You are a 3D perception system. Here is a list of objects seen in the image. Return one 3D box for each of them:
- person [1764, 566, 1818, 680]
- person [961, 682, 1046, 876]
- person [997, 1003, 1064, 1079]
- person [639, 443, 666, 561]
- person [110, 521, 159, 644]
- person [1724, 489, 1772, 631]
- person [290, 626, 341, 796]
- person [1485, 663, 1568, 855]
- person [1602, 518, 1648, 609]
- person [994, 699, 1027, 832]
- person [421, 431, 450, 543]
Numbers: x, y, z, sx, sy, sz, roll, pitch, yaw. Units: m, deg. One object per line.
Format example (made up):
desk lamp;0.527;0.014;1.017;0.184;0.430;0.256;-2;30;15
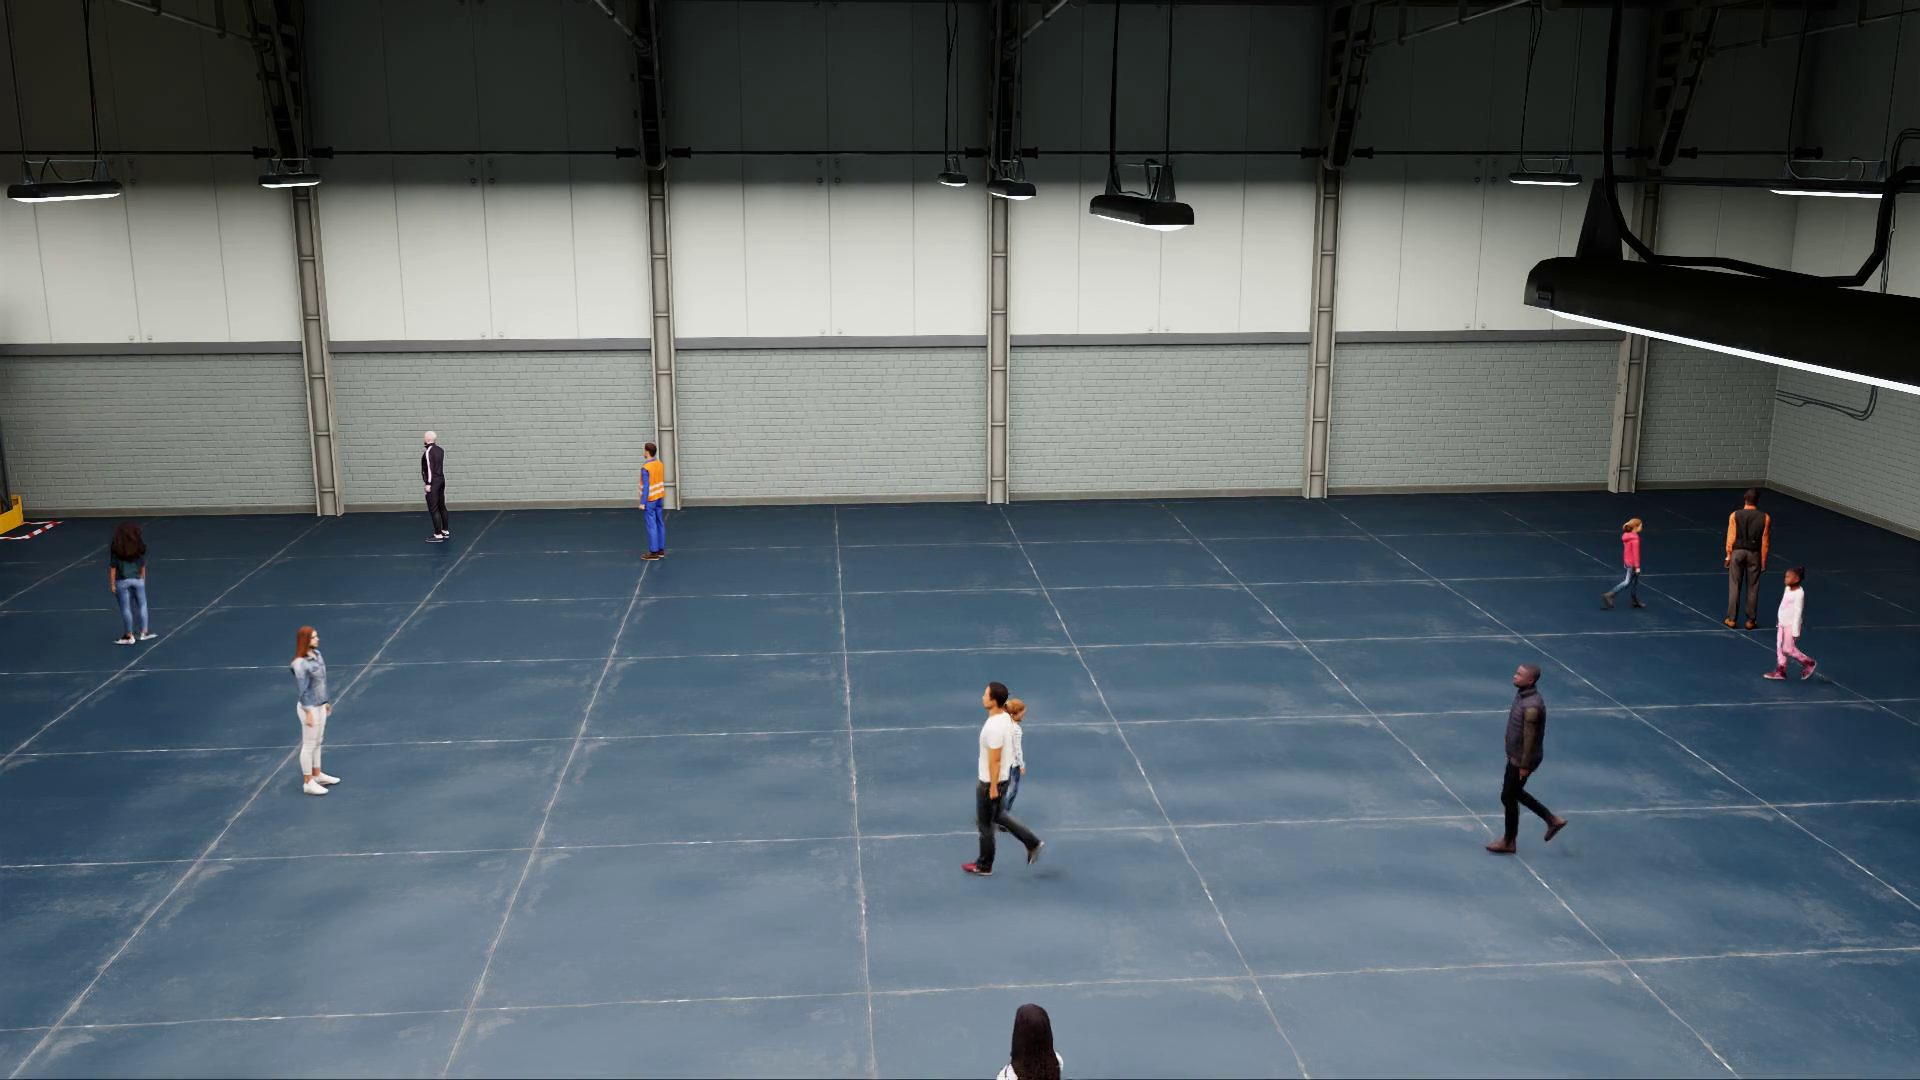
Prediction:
person;10.140;1.018;20.185;0.819;1.431;0.615;1;13;4
person;0.389;2.112;14.657;1.063;1.793;0.848;3;13;12
person;0.455;3.419;9.129;1.131;1.741;1.038;-9;16;-34
person;-4.871;-0.627;26.329;0.759;1.864;0.773;5;14;19
person;-10.928;0.561;21.792;0.836;1.595;0.737;8;15;32
person;10.615;0.248;22.452;0.724;1.907;0.848;6;14;24
person;-6.518;1.688;16.690;0.549;1.703;0.638;1;13;3
person;5.189;1.992;15.120;1.040;1.818;0.870;3;13;11
person;9.364;0.352;23.360;0.912;1.297;0.666;3;13;11
person;0.410;2.117;15.729;0.642;1.300;0.699;-11;17;-39
person;-8.705;-0.903;27.583;0.644;1.836;0.727;1;13;6
